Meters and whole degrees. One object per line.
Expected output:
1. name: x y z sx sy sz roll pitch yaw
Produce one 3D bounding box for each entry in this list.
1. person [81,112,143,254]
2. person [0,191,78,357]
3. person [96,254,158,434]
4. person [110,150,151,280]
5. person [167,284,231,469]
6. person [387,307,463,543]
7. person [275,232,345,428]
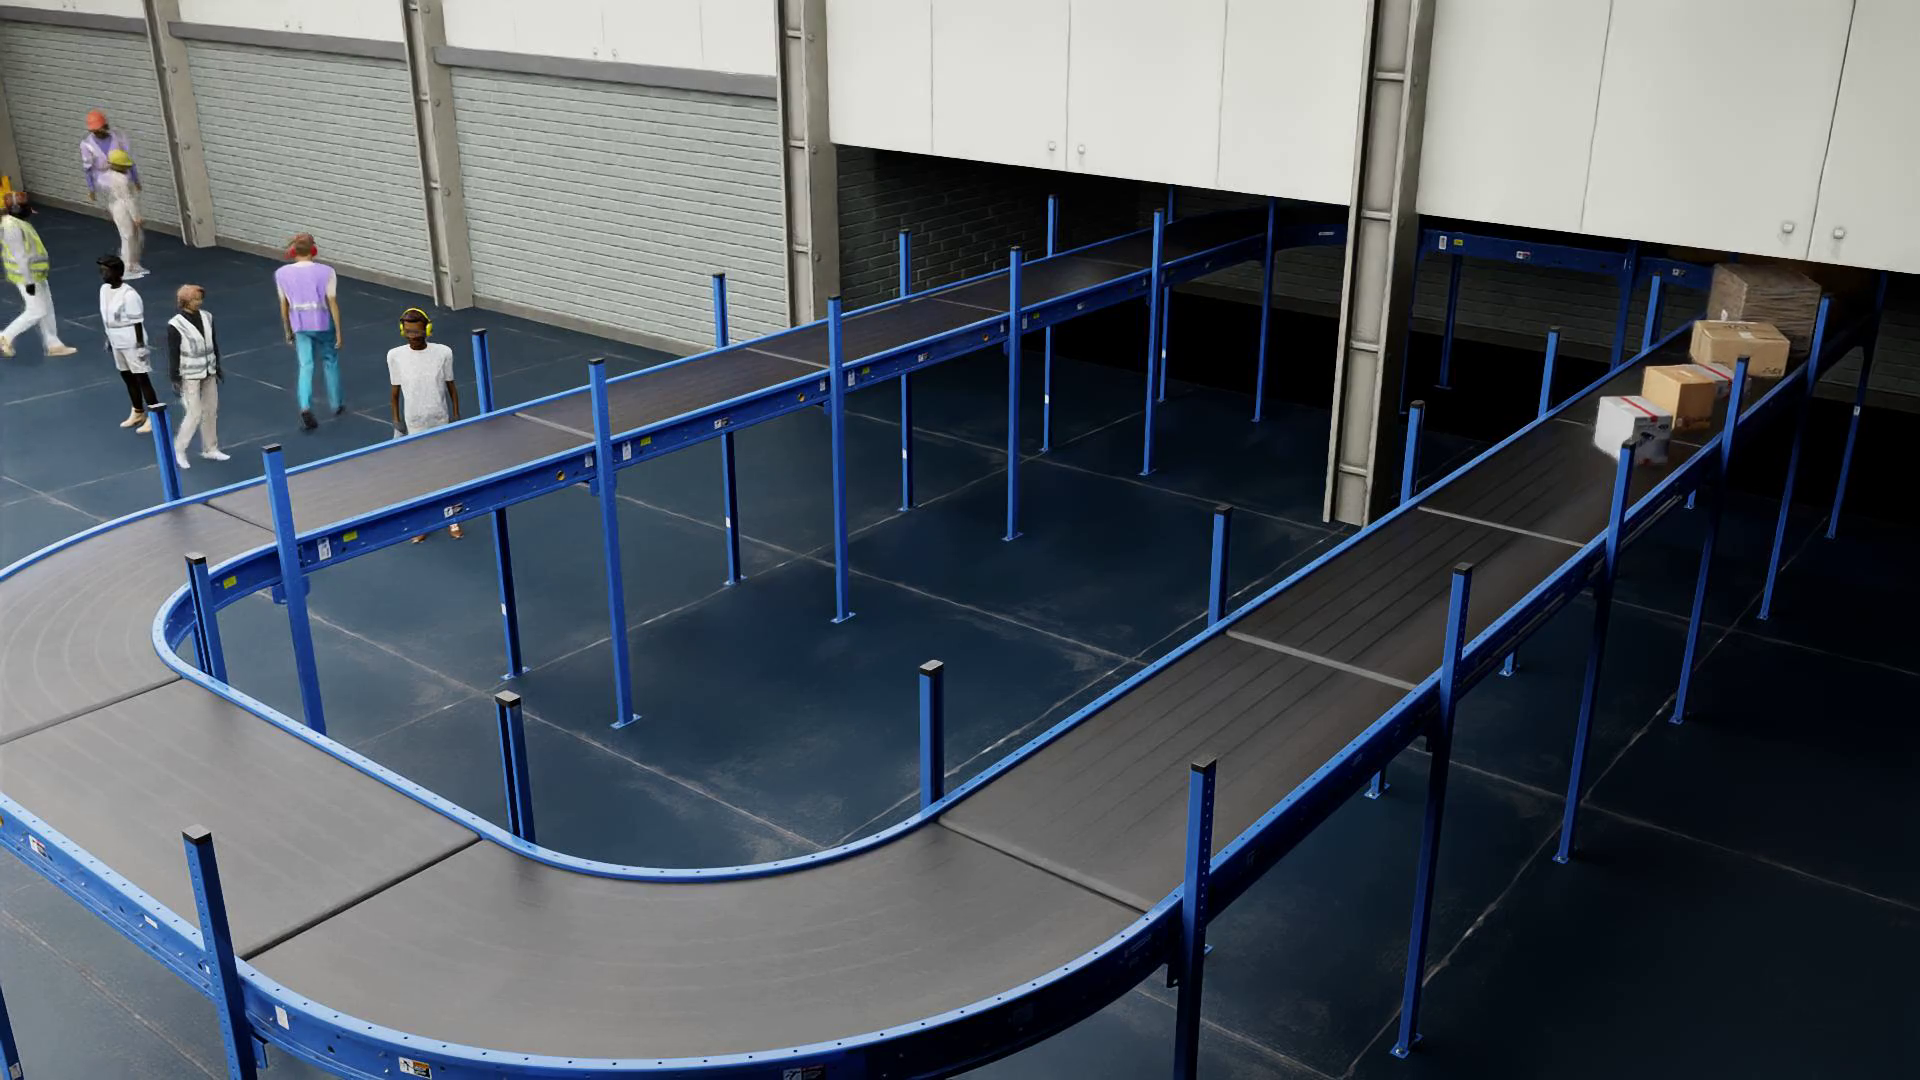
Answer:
1. person: -11.772 -4.969 23.146 0.682 1.969 1.051 -9 23 -22
2. person: -10.082 -2.837 17.907 0.659 1.823 0.638 -7 23 -17
3. person: -7.783 -1.835 15.543 0.535 1.693 0.317 14 26 32
4. person: -10.804 -4.210 21.572 0.428 1.696 0.573 -11 24 -26
5. person: -6.771 -1.456 14.681 0.457 1.614 0.549 6 22 14
6. person: -4.133 -0.895 12.920 0.528 1.865 0.313 -7 22 -16
7. person: -6.165 -1.987 15.788 0.570 1.807 0.875 -3 22 -7
